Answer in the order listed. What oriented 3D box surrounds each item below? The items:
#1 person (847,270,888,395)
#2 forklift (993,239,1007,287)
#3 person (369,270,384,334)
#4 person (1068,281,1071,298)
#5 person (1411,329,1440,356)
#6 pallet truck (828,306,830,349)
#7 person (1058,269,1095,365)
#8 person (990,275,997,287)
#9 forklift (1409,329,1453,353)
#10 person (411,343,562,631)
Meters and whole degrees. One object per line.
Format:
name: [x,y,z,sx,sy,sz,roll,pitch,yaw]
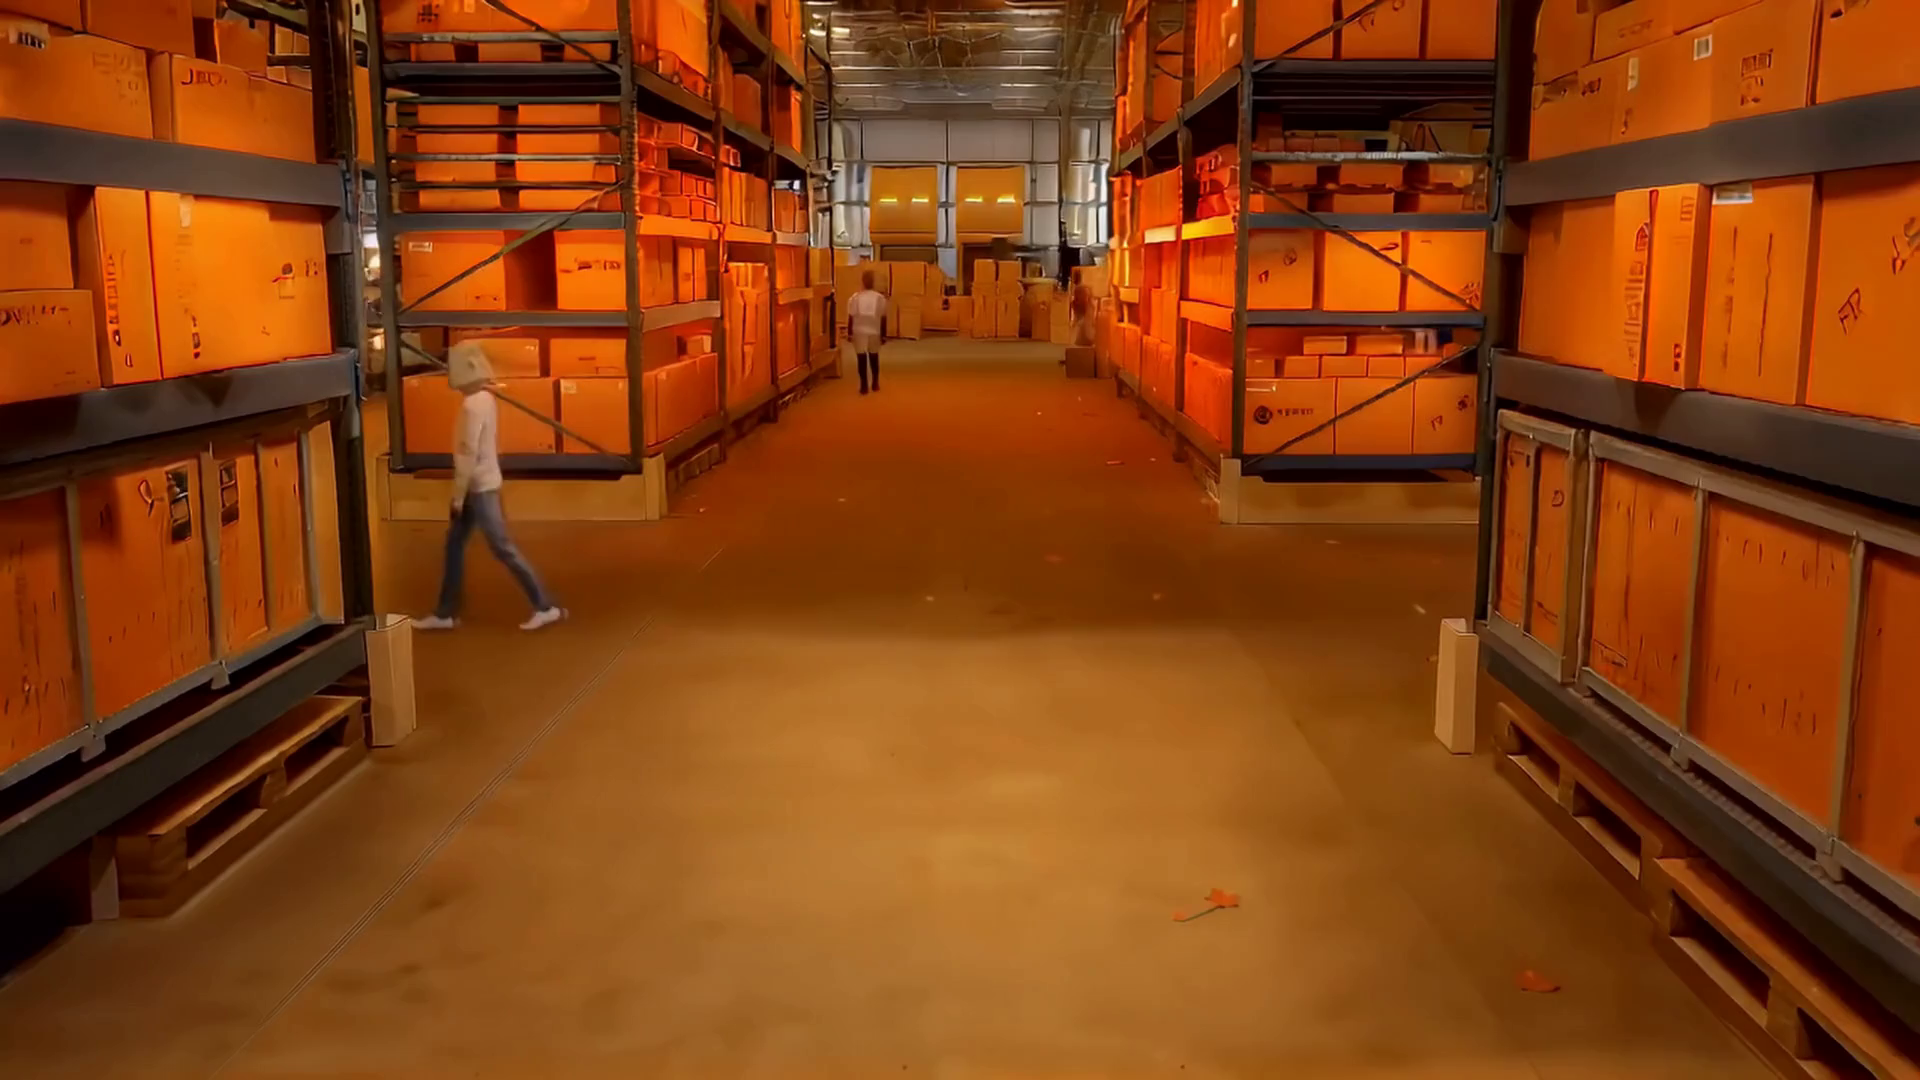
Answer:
person: [-1.427,-3.203,25.668,0.623,1.913,1.024,-1,10,-6]
forklift: [1.389,-8.923,57.013,1.873,2.768,1.129,-1,9,-3]
person: [-10.837,-4.117,31.217,0.710,1.884,0.438,9,13,42]
person: [4.361,-9.288,62.948,0.510,1.623,0.373,1,10,6]
person: [8.020,-3.552,28.666,0.513,1.599,0.842,1,10,8]
pallet truck: [-3.100,-3.940,29.800,1.885,1.965,0.823,3,10,19]
person: [2.436,-4.394,32.811,0.903,1.916,0.643,1,10,7]
person: [1.115,-8.395,57.283,0.331,1.734,0.480,-5,10,-25]
forklift: [10.912,-5.613,37.182,1.129,2.768,1.873,-3,10,-15]
person: [-2.596,-0.274,9.056,0.839,1.593,0.511,-2,10,-9]
